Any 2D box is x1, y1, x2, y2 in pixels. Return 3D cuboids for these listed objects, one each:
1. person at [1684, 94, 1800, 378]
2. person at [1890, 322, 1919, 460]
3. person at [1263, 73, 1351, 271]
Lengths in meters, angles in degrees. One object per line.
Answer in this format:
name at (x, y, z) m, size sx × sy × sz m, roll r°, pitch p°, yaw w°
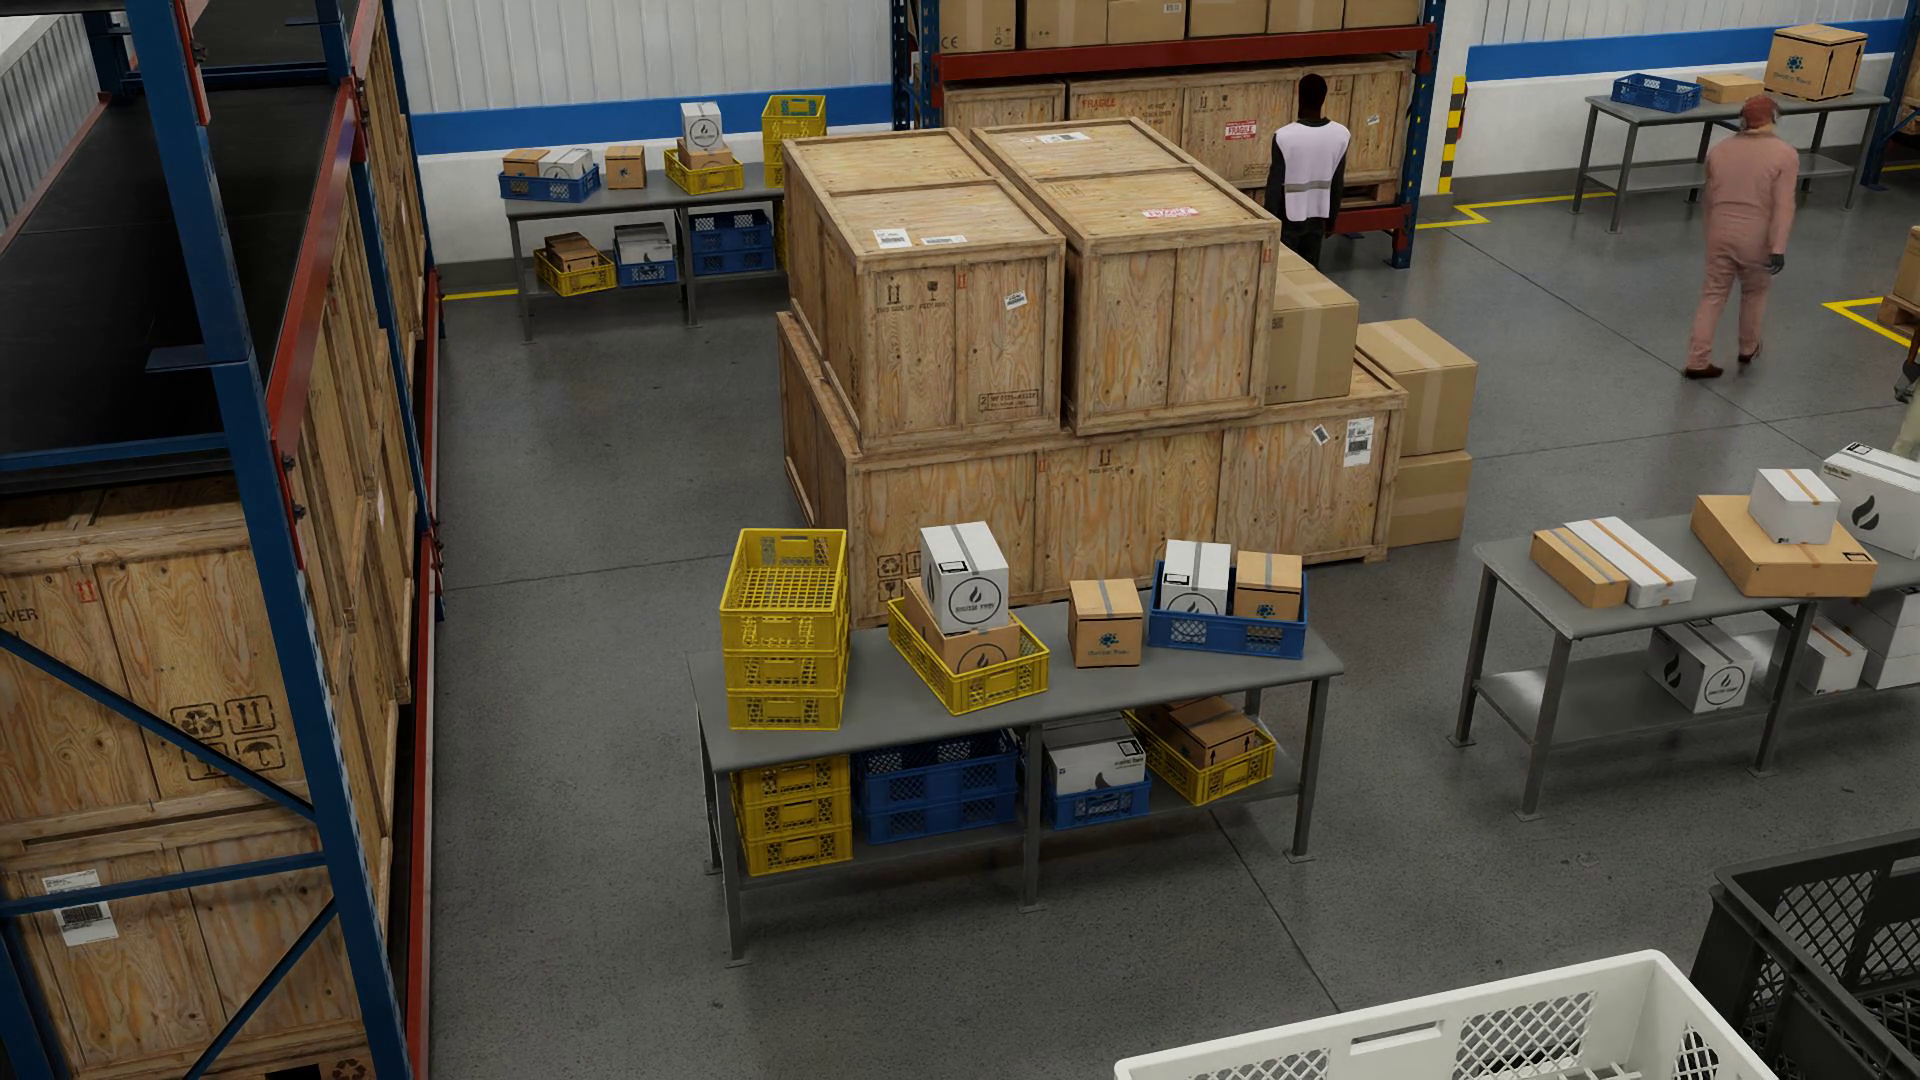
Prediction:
person at (5.275, -2.028, 11.144) m, size 0.893 × 1.851 × 0.720 m, roll -24°, pitch 37°, yaw -36°
person at (5.378, -0.862, 9.014) m, size 0.521 × 1.865 × 0.327 m, roll 16°, pitch 33°, yaw 27°
person at (2.358, -2.236, 11.469) m, size 0.598 × 1.907 × 0.409 m, roll -11°, pitch 31°, yaw -19°
